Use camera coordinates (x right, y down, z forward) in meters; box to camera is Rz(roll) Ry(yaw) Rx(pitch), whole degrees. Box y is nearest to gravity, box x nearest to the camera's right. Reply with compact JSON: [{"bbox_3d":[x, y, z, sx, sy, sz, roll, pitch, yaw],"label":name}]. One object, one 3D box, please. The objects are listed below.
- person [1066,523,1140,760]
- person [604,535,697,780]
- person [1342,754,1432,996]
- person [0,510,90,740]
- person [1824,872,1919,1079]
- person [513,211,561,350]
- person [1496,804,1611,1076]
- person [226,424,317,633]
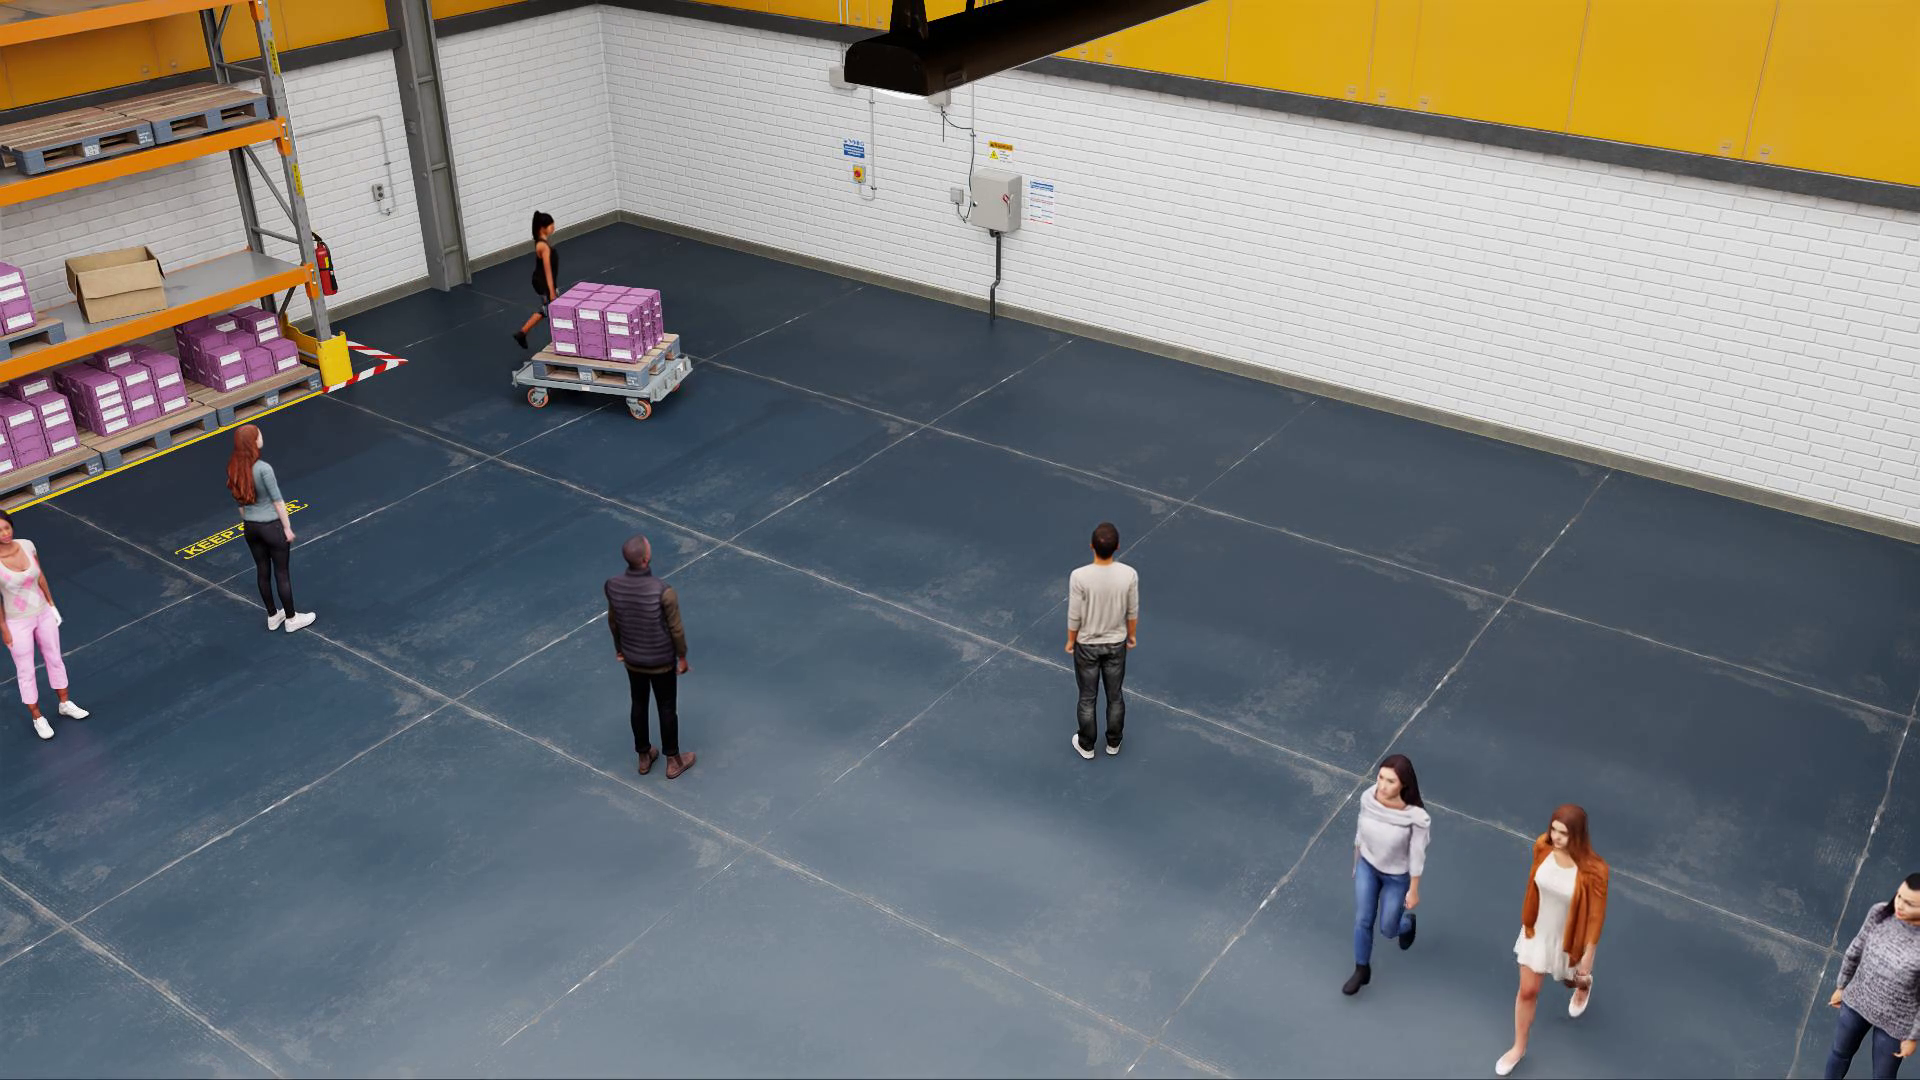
[{"bbox_3d":[0.977,0.697,11.439,0.722,1.812,0.773,-4,29,-7],"label":"person"},{"bbox_3d":[-2.106,0.789,11.246,0.755,1.835,0.681,10,30,17],"label":"person"},{"bbox_3d":[2.467,1.878,9.479,0.901,1.617,0.721,-24,37,-37],"label":"person"},{"bbox_3d":[-6.594,0.565,11.755,0.647,1.742,0.471,15,32,26],"label":"person"},{"bbox_3d":[4.683,2.379,8.441,0.682,1.731,0.694,-14,32,-24],"label":"person"},{"bbox_3d":[-4.522,-2.741,17.912,1.012,1.649,0.906,-12,31,-21],"label":"person"},{"bbox_3d":[3.288,2.090,9.021,0.702,1.683,1.125,23,36,36],"label":"person"},{"bbox_3d":[-5.412,-0.090,12.955,0.637,1.742,0.599,10,30,18],"label":"person"}]
